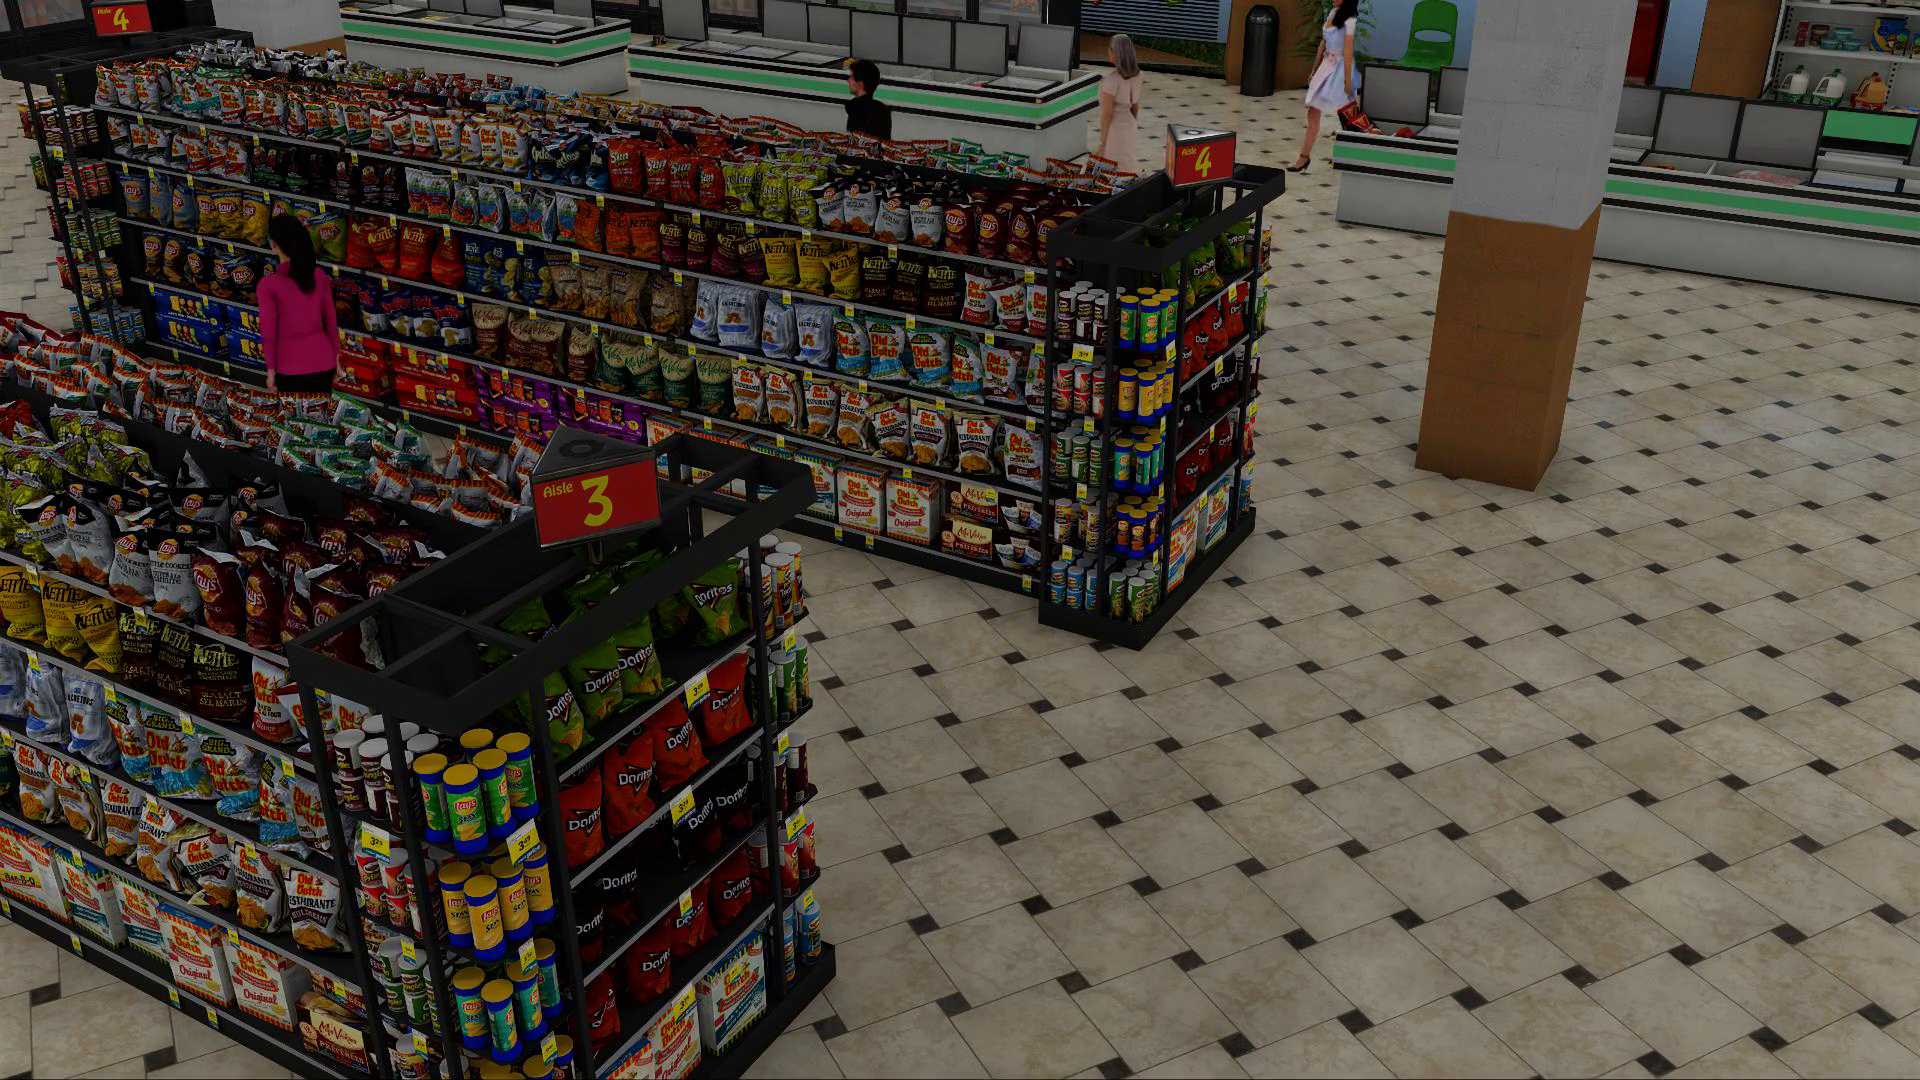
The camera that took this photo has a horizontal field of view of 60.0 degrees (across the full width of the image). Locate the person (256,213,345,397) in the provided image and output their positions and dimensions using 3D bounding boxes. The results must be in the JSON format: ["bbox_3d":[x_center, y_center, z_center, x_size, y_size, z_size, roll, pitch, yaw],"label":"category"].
[{"bbox_3d":[-3.478,-0.897,8.973,0.992,1.682,0.612,18,32,31],"label":"person"}]

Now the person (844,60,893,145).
[{"bbox_3d":[-0.582,-2.486,11.979,1.253,1.797,0.990,5,27,10],"label":"person"}]

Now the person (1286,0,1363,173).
[{"bbox_3d":[3.617,-4.298,15.584,1.269,1.768,1.124,-3,27,-5],"label":"person"}]

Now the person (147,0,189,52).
[{"bbox_3d":[-8.364,-5.269,17.487,1.209,1.779,1.289,-8,28,-15],"label":"person"}]

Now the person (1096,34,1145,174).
[{"bbox_3d":[1.291,-3.193,13.442,0.616,1.734,0.639,22,34,37],"label":"person"}]
